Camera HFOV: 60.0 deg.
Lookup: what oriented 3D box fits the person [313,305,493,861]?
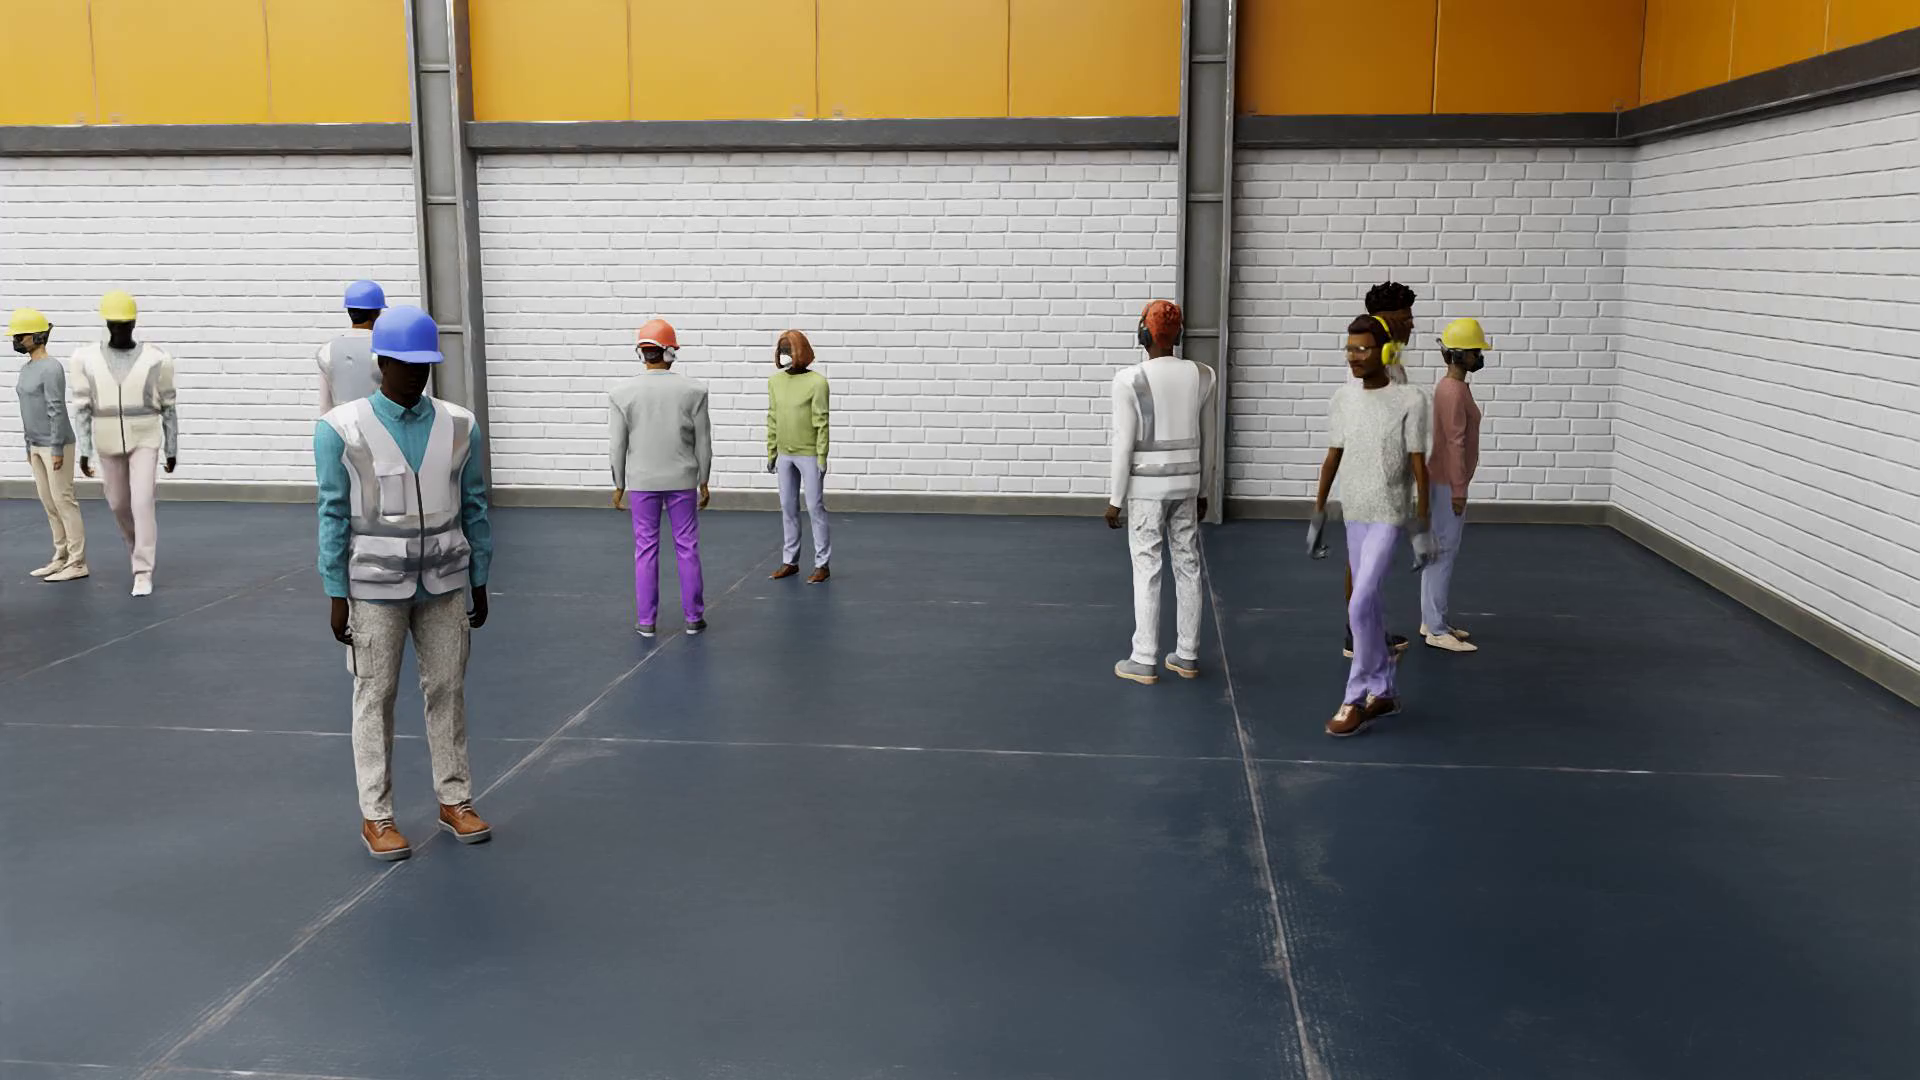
[{"bbox_3d":[-1.936,0.150,5.858,0.605,1.939,0.414,-8,13,-38],"label":"person"}]

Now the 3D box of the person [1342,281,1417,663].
[{"bbox_3d":[2.192,-0.358,8.683,0.368,1.962,0.602,5,11,25],"label":"person"}]

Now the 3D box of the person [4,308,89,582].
[{"bbox_3d":[-5.894,-0.607,10.705,0.517,1.757,0.337,8,13,39],"label":"person"}]

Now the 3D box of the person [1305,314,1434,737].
[{"bbox_3d":[1.749,-0.061,7.323,0.741,1.842,0.553,-7,12,-35],"label":"person"}]

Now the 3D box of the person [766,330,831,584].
[{"bbox_3d":[-1.036,-0.533,10.661,0.497,1.626,0.287,7,12,33],"label":"person"}]

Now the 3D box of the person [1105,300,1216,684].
[{"bbox_3d":[0.988,-0.231,8.189,0.573,1.883,0.356,-4,11,-23],"label":"person"}]

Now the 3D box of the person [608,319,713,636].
[{"bbox_3d":[-1.650,-0.341,9.195,0.564,1.748,0.339,-2,10,-11],"label":"person"}]

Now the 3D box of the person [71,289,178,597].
[{"bbox_3d":[-5.227,-0.638,10.492,0.580,1.895,0.897,-3,10,-16],"label":"person"}]

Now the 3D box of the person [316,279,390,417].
[{"bbox_3d":[-3.551,-0.586,10.032,0.605,1.948,0.390,2,10,11],"label":"person"}]

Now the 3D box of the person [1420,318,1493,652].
[{"bbox_3d":[2.648,-0.297,8.903,0.311,1.769,0.522,2,10,11],"label":"person"}]
